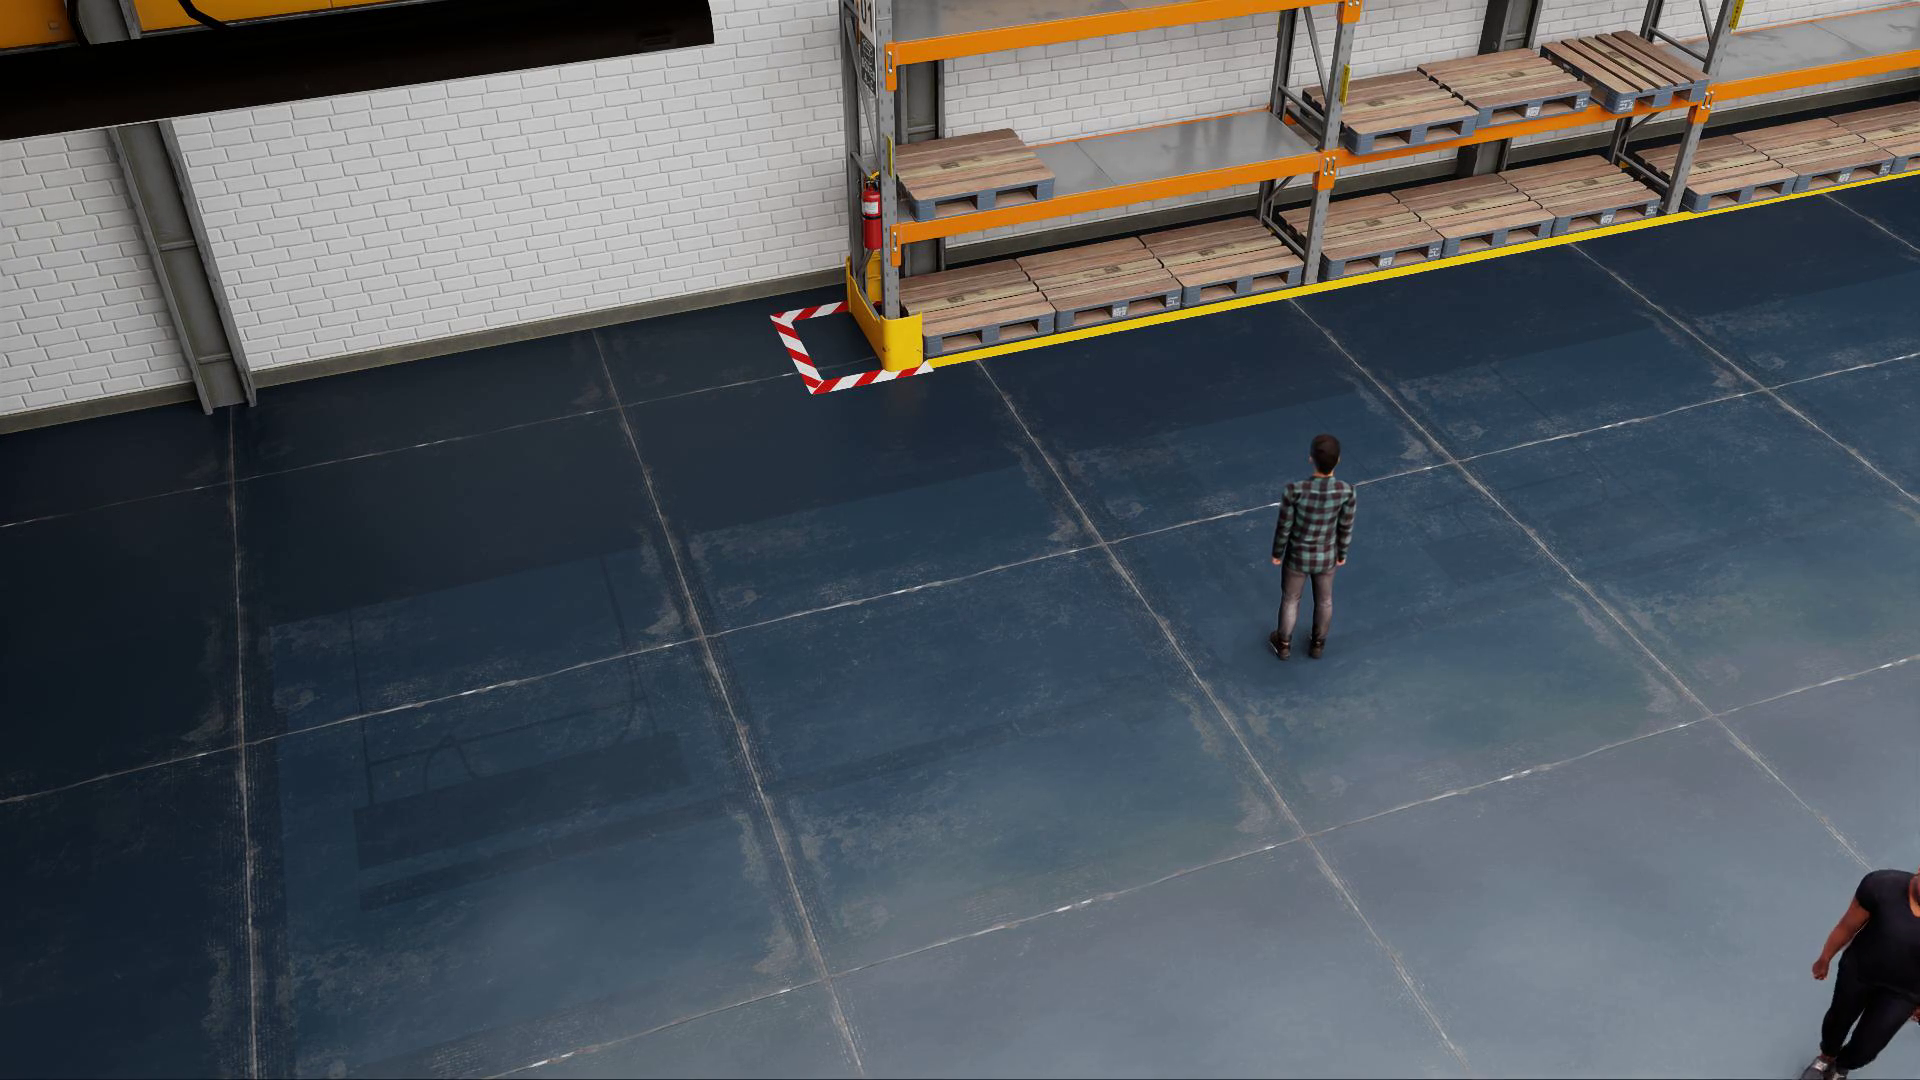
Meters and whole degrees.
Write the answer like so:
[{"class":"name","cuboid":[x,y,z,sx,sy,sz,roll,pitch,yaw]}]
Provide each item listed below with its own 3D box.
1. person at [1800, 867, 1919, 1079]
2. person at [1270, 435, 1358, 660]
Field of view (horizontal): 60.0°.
[{"class":"person","cuboid":[4.557,2.101,8.166,0.815,1.804,0.802,-31,48,-33]},{"class":"person","cuboid":[2.286,0.067,10.776,0.625,1.712,0.773,1,39,1]}]
